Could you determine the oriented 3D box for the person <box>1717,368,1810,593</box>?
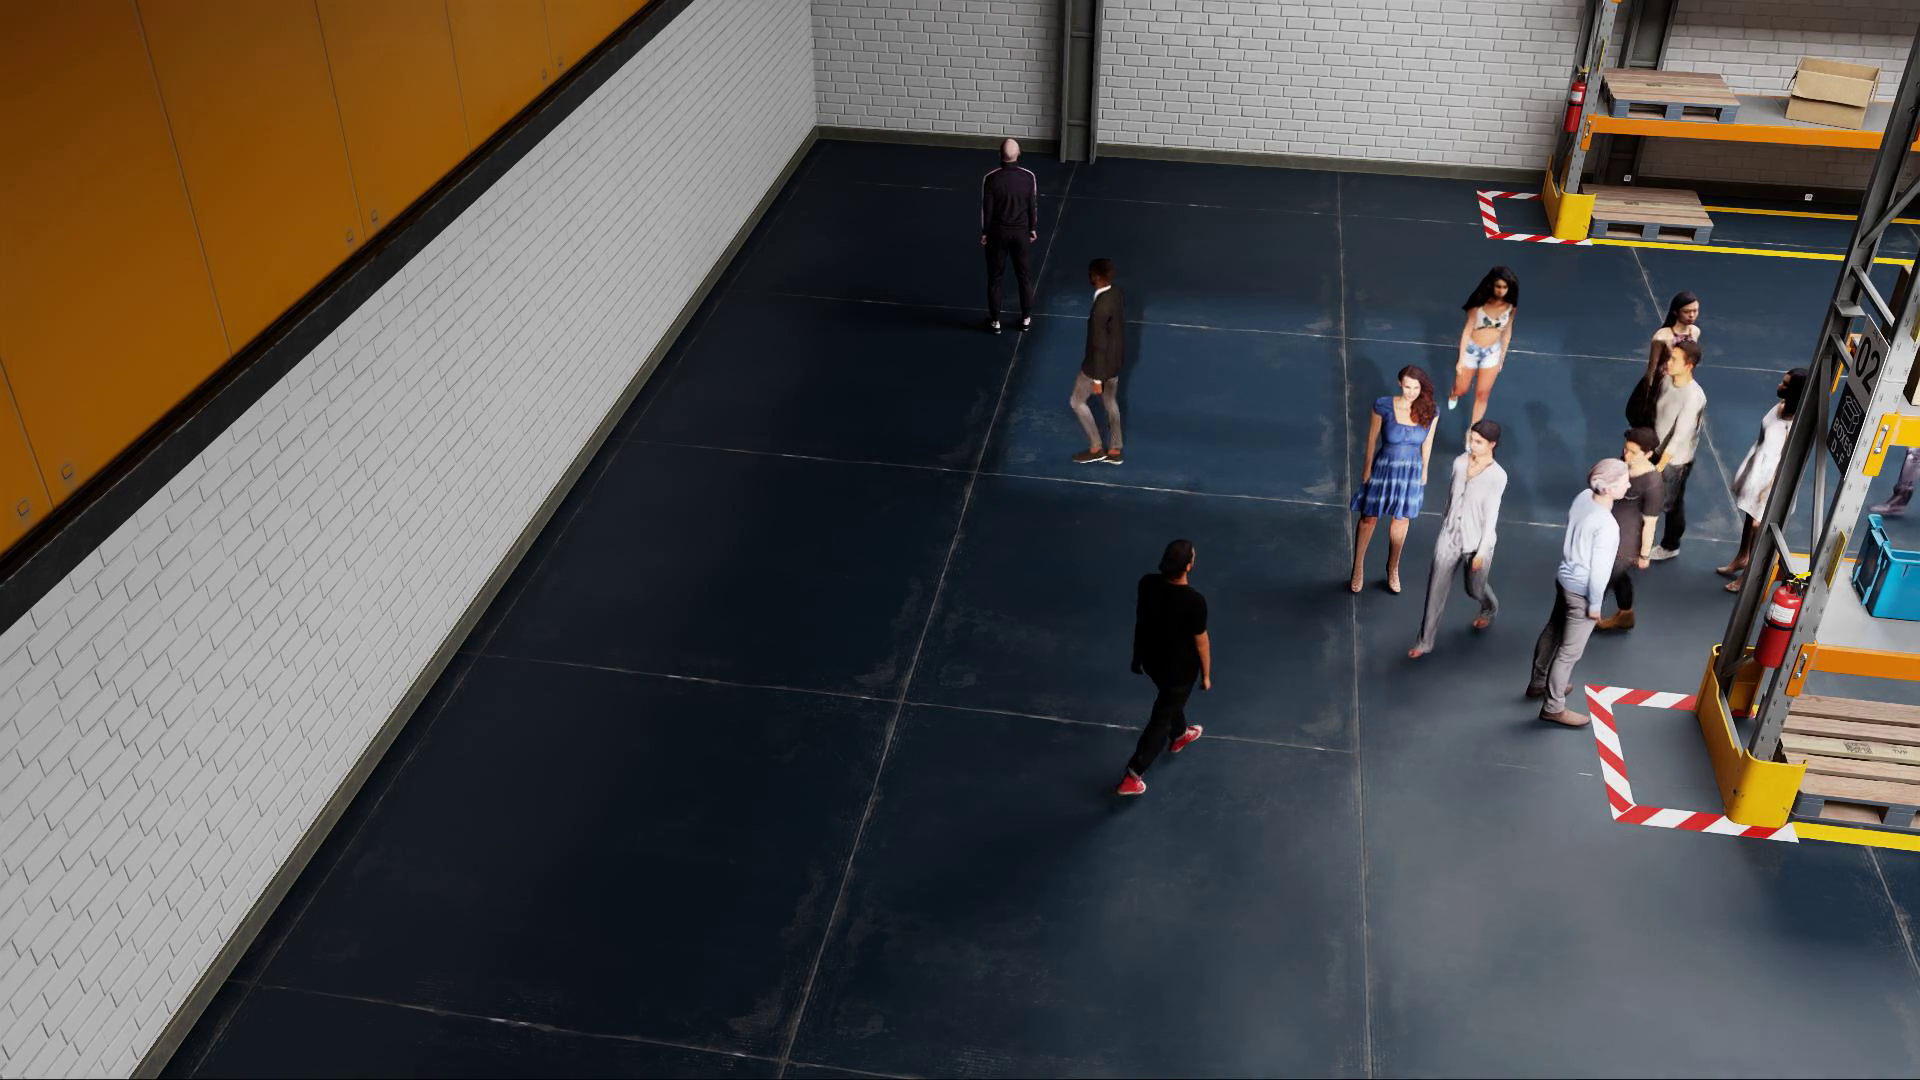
[{"bbox_3d":[5.720,-0.425,11.785,0.616,1.774,0.634,6,34,9],"label":"person"}]

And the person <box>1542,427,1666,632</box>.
[{"bbox_3d":[4.557,-0.031,11.281,1.056,1.676,0.793,-3,34,-4],"label":"person"}]

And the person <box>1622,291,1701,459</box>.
[{"bbox_3d":[5.394,-1.090,12.786,0.776,1.774,0.856,-12,36,-18],"label":"person"}]

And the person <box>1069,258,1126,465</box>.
[{"bbox_3d":[1.220,-1.377,13.206,0.760,1.786,0.768,15,37,22],"label":"person"}]

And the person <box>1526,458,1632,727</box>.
[{"bbox_3d":[3.939,0.305,10.579,0.604,1.893,0.679,2,34,3],"label":"person"}]

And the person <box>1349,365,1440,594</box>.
[{"bbox_3d":[3.063,-0.419,11.747,0.557,1.805,0.757,1,34,2],"label":"person"}]

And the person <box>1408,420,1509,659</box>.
[{"bbox_3d":[3.478,-0.022,11.208,1.056,1.742,1.066,-27,42,-34],"label":"person"}]

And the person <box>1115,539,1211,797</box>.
[{"bbox_3d":[1.209,0.792,9.998,1.187,1.725,1.133,29,43,36],"label":"person"}]

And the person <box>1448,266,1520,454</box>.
[{"bbox_3d":[4.220,-1.512,13.571,0.829,1.607,0.706,0,34,1],"label":"person"}]

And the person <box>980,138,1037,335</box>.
[{"bbox_3d":[0.443,-2.784,15.280,0.649,1.835,0.816,-6,34,-9],"label":"person"}]
